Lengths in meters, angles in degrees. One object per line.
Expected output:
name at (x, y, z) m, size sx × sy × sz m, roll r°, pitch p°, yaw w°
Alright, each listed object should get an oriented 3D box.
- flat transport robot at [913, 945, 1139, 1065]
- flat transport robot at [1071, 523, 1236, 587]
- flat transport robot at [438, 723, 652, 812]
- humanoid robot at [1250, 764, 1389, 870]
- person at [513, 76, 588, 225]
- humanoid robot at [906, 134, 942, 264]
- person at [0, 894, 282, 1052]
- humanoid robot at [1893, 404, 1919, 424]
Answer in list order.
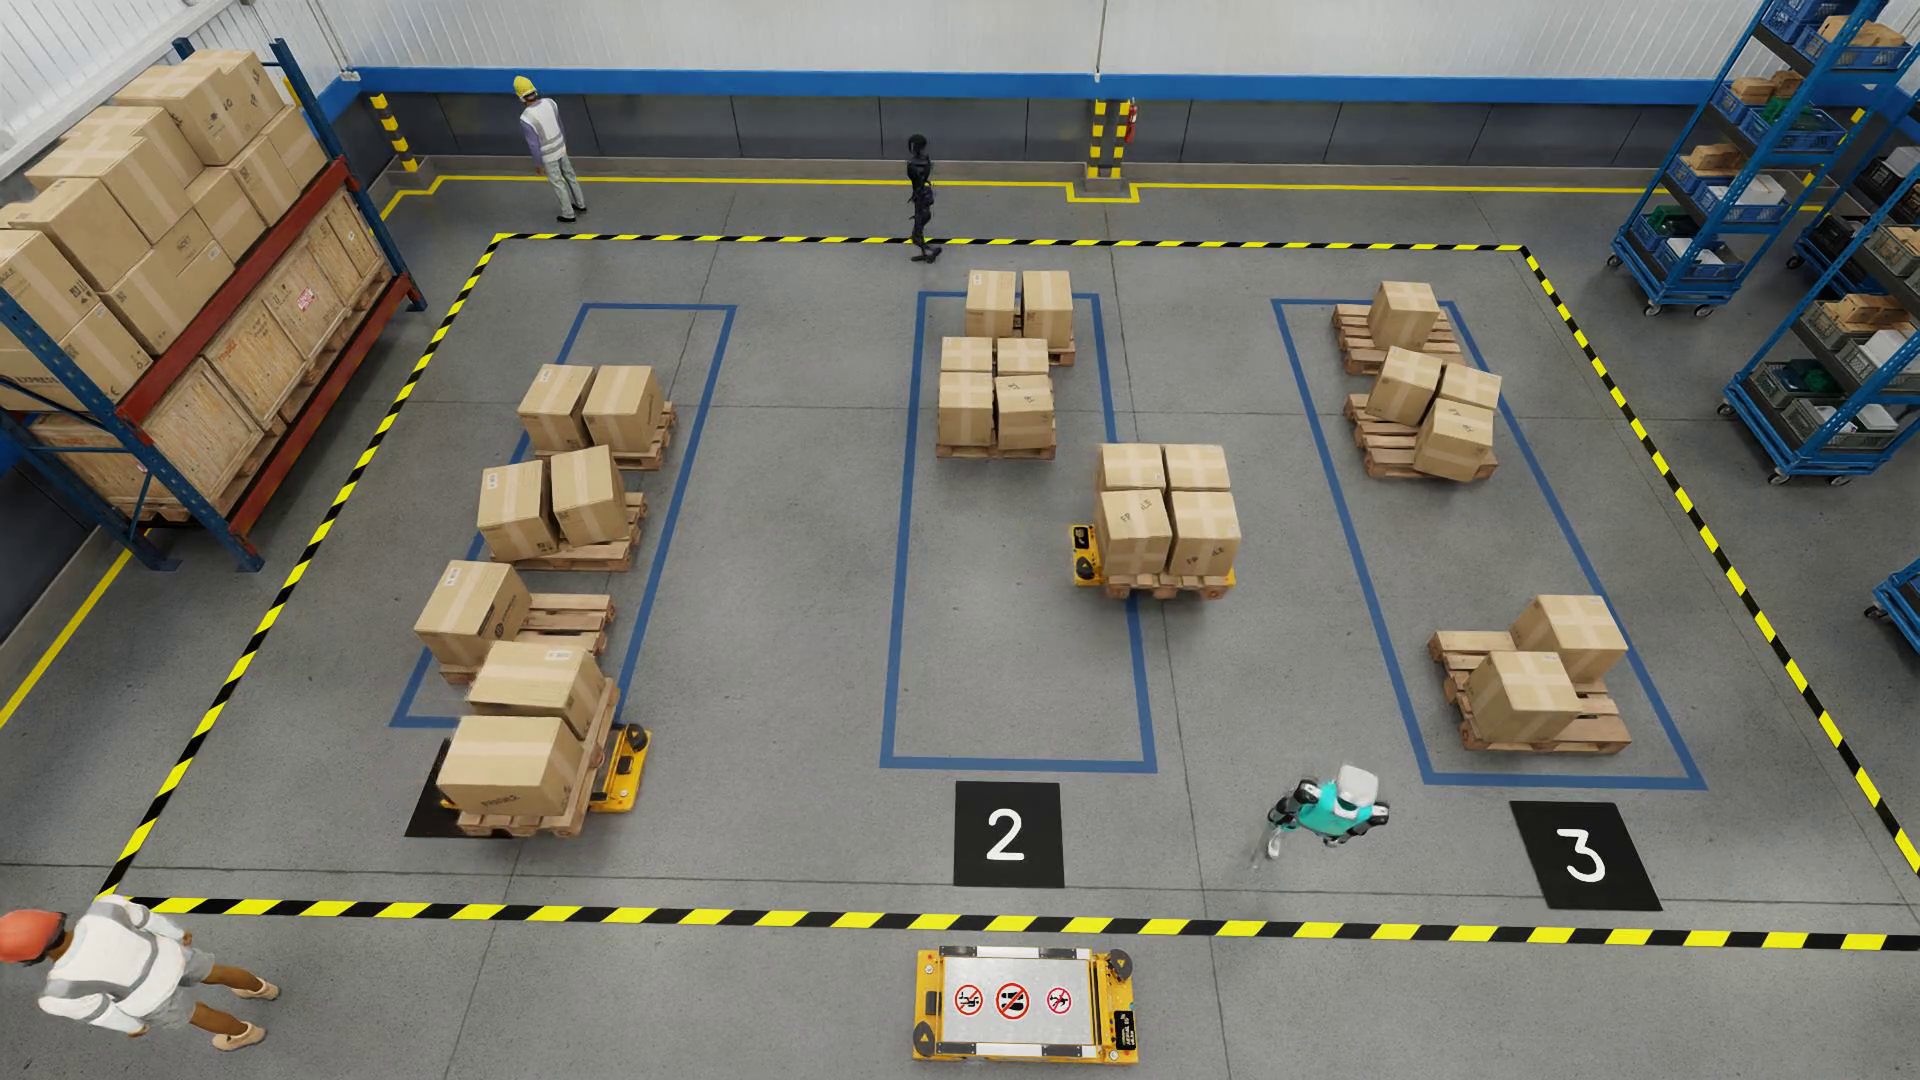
flat transport robot at (0.422, 3.041, 6.007) m, size 1.431 × 0.231 × 0.659 m, roll 1°, pitch 51°, yaw 1°
flat transport robot at (1.758, 0.107, 8.380) m, size 1.431 × 0.197 × 0.652 m, roll 1°, pitch 51°, yaw 1°
flat transport robot at (-3.178, 1.733, 7.055) m, size 1.431 × 0.197 × 0.652 m, roll 1°, pitch 51°, yaw 1°
humanoid robot at (2.344, 1.765, 6.123) m, size 0.557 × 1.814 × 0.787 m, roll 14°, pitch 52°, yaw 11°
person at (-5.118, -4.836, 11.424) m, size 0.404 × 1.824 × 0.586 m, roll 18°, pitch 53°, yaw 14°
humanoid robot at (-0.434, -4.006, 10.839) m, size 0.412 × 1.640 × 0.601 m, roll -7°, pitch 51°, yaw -6°
person at (-4.684, 2.526, 5.281) m, size 0.366 × 2.047 × 0.605 m, roll -2°, pitch 51°, yaw -2°
humanoid robot at (9.941, -1.856, 9.120) m, size 0.788 × 1.613 × 0.609 m, roll -33°, pitch 58°, yaw -24°
